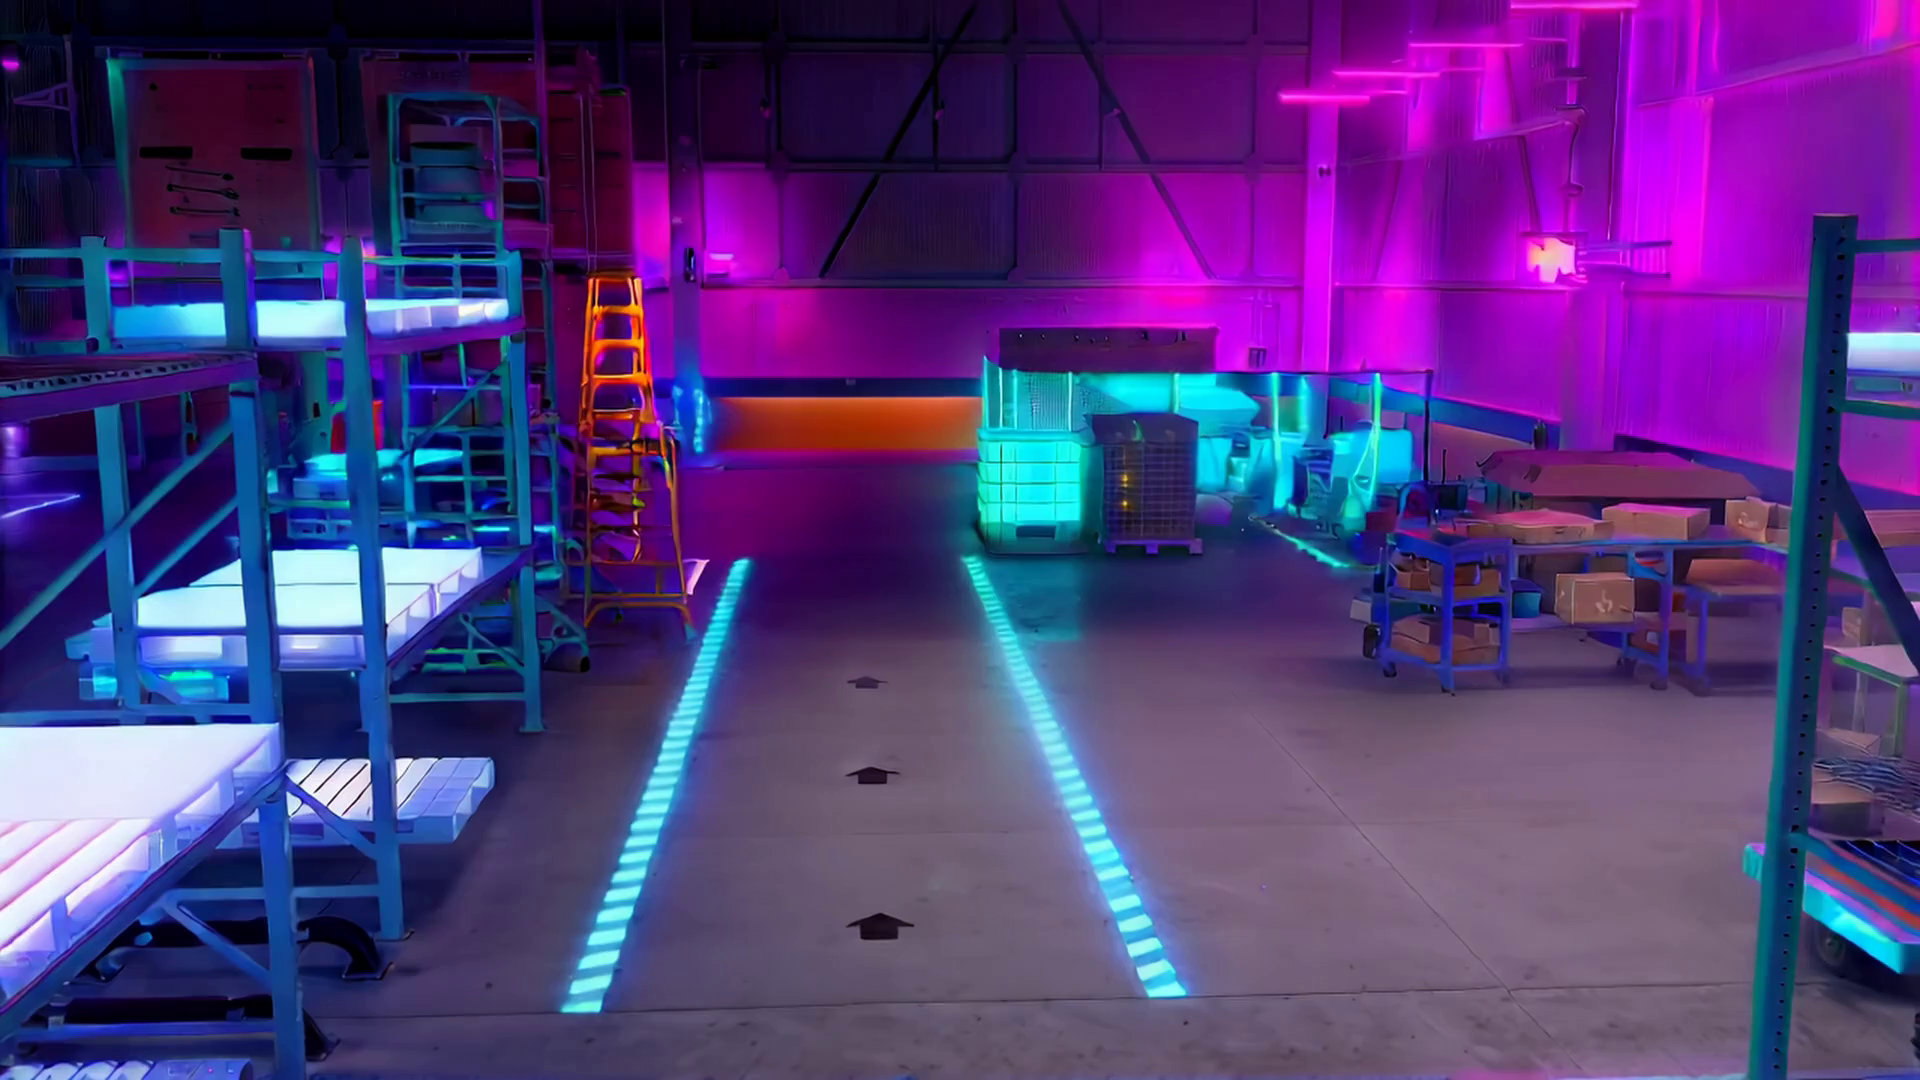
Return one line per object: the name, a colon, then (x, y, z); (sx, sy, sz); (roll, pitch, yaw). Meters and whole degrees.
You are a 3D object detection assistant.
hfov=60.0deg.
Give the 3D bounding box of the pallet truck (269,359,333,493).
pallet truck: (-7.062, -1.131, 18.996); (1.885, 1.965, 0.823); (2, 9, 13)
